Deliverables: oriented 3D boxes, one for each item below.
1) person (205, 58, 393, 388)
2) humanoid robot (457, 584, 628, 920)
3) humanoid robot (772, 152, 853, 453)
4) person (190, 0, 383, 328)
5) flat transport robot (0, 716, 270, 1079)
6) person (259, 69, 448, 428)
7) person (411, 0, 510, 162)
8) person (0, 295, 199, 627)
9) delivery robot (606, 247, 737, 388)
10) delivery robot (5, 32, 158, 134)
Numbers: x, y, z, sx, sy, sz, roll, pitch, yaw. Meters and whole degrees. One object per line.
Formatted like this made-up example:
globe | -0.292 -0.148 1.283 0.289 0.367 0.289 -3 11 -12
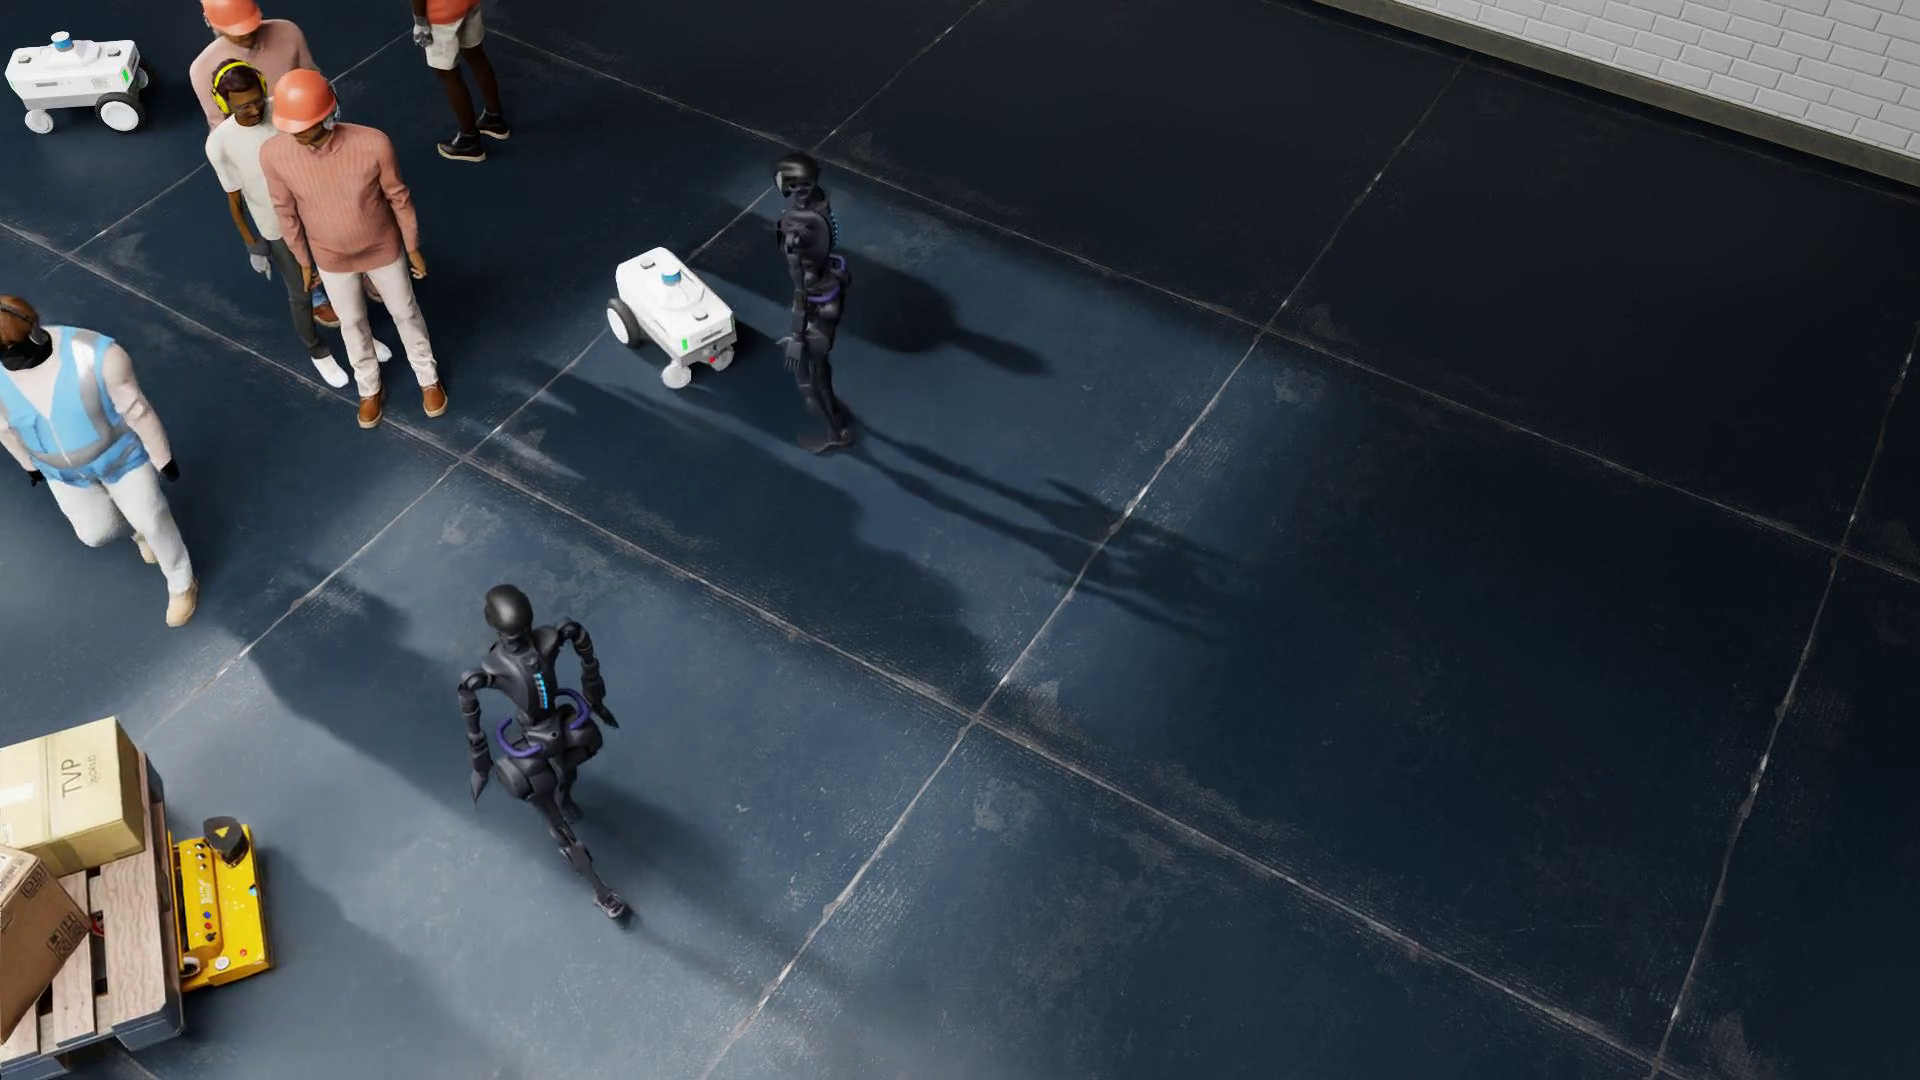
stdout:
person | -3.241 -1.530 8.105 0.346 1.853 0.520 31 56 24
humanoid robot | -1.553 0.771 6.250 0.612 1.646 0.779 -33 57 -26
humanoid robot | -0.676 -1.112 7.855 0.328 1.655 0.611 6 49 6
person | -3.392 -1.957 8.390 0.431 1.981 0.643 36 58 27
flat transport robot | -3.463 1.583 6.432 1.431 0.231 0.659 -17 51 -14
person | -2.846 -1.361 7.863 0.610 1.991 0.388 -9 49 -8
person | -2.901 -3.060 9.376 0.389 1.950 0.620 15 50 12
person | -3.706 -0.386 7.122 0.662 1.822 0.531 -8 49 -7
delivery robot | -1.494 -1.195 8.669 0.513 0.593 0.764 -31 56 -24
delivery robot | -5.301 -2.781 10.069 0.811 0.613 0.499 -6 49 -5
